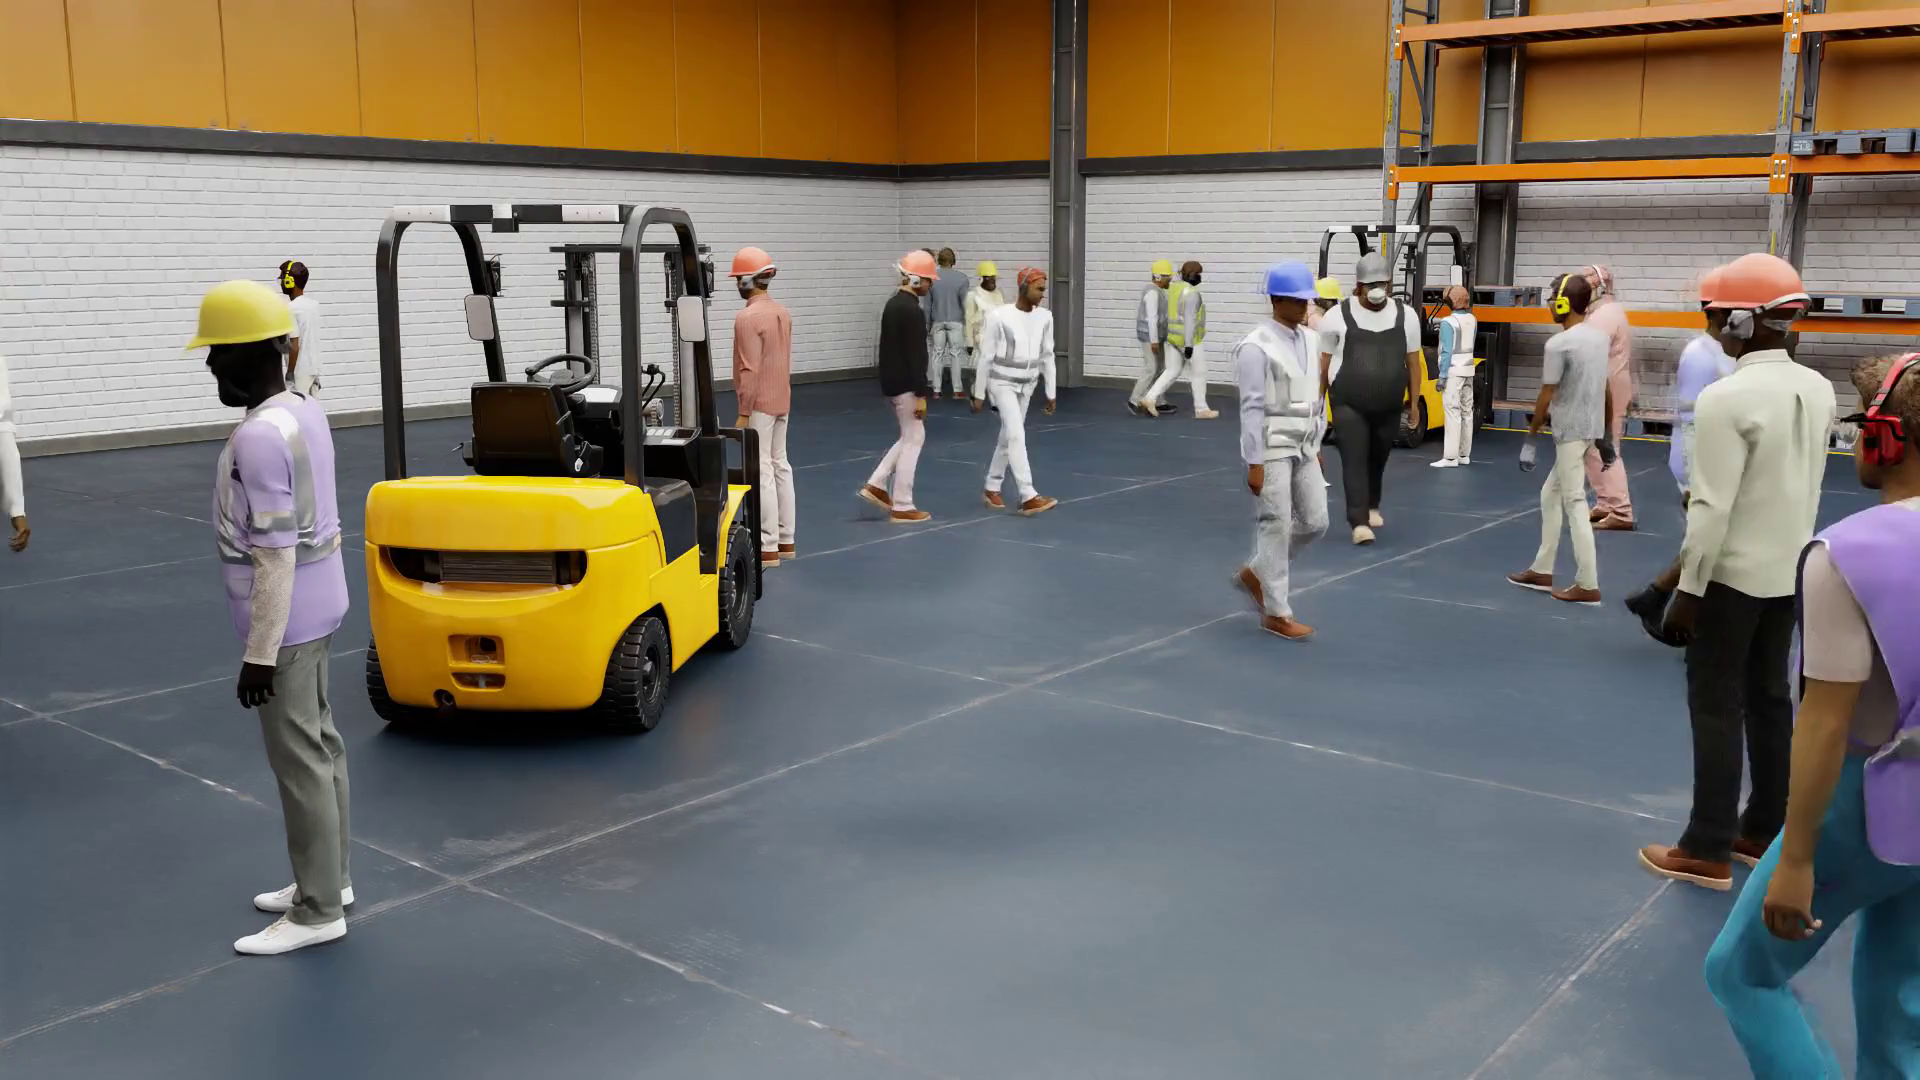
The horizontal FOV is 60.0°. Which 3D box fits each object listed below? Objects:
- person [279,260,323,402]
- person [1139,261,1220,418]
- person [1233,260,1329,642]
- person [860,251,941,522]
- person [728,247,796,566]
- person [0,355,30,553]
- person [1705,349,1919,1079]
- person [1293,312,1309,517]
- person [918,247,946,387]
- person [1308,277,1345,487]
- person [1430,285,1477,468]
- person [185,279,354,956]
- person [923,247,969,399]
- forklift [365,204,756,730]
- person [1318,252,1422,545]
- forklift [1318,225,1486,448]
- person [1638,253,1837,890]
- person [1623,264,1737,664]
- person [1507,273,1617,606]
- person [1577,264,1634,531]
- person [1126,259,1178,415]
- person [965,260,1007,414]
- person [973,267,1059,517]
[{"bbox_3d":[-5.365,-1.329,13.538,0.328,1.872,0.510,1,10,4],"label":"person"},{"bbox_3d":[2.506,-2.270,18.944,0.891,1.811,0.657,-3,11,-15],"label":"person"},{"bbox_3d":[1.629,-0.455,8.504,0.639,1.935,0.501,-9,14,-42],"label":"person"},{"bbox_3d":[-0.411,-1.096,12.010,0.524,1.962,0.641,-4,11,-21],"label":"person"},{"bbox_3d":[-1.259,-0.832,10.441,0.399,1.989,0.623,3,11,18],"label":"person"},{"bbox_3d":[-4.187,-0.157,6.769,0.632,1.983,1.068,-7,12,-34],"label":"person"},{"bbox_3d":[1.758,0.556,3.201,0.597,1.827,0.465,-5,11,-24],"label":"person"},{"bbox_3d":[2.419,-0.981,12.265,0.504,1.631,0.279,6,12,28],"label":"person"},{"bbox_3d":[-0.454,-3.079,23.058,0.658,1.928,0.418,-7,13,-36],"label":"person"},{"bbox_3d":[2.928,-1.315,13.882,0.503,1.732,0.654,2,10,9],"label":"person"},{"bbox_3d":[4.439,-1.458,14.898,0.515,1.636,0.314,-9,14,-42],"label":"person"},{"bbox_3d":[-1.958,0.224,4.774,0.371,1.926,0.584,-2,10,-11],"label":"person"},{"bbox_3d":[-0.165,-2.772,21.344,0.631,1.940,0.372,3,11,15],"label":"person"},{"bbox_3d":[-1.766,-0.406,7.525,1.214,2.155,2.313,1,10,7],"label":"forklift"},{"bbox_3d":[2.804,-1.033,11.424,0.681,2.000,1.129,-1,10,-3],"label":"person"},{"bbox_3d":[4.449,-2.115,16.993,1.214,2.155,2.313,8,13,38],"label":"forklift"},{"bbox_3d":[2.463,0.107,5.249,0.629,1.990,0.394,-6,12,-31],"label":"person"},{"bbox_3d":[3.537,-0.345,7.923,0.524,1.927,0.559,8,13,37],"label":"person"},{"bbox_3d":[3.364,-0.571,9.409,0.554,1.839,0.763,-8,13,-38],"label":"person"},{"bbox_3d":[4.520,-0.988,11.646,0.538,1.870,0.664,4,11,22],"label":"person"},{"bbox_3d":[2.262,-2.356,19.441,0.538,1.829,0.605,3,11,15],"label":"person"},{"bbox_3d":[0.313,-2.418,19.769,0.583,1.802,0.888,-9,14,-41],"label":"person"},{"bbox_3d":[0.429,-1.106,12.379,0.609,1.828,0.985,-8,13,-37],"label":"person"}]
